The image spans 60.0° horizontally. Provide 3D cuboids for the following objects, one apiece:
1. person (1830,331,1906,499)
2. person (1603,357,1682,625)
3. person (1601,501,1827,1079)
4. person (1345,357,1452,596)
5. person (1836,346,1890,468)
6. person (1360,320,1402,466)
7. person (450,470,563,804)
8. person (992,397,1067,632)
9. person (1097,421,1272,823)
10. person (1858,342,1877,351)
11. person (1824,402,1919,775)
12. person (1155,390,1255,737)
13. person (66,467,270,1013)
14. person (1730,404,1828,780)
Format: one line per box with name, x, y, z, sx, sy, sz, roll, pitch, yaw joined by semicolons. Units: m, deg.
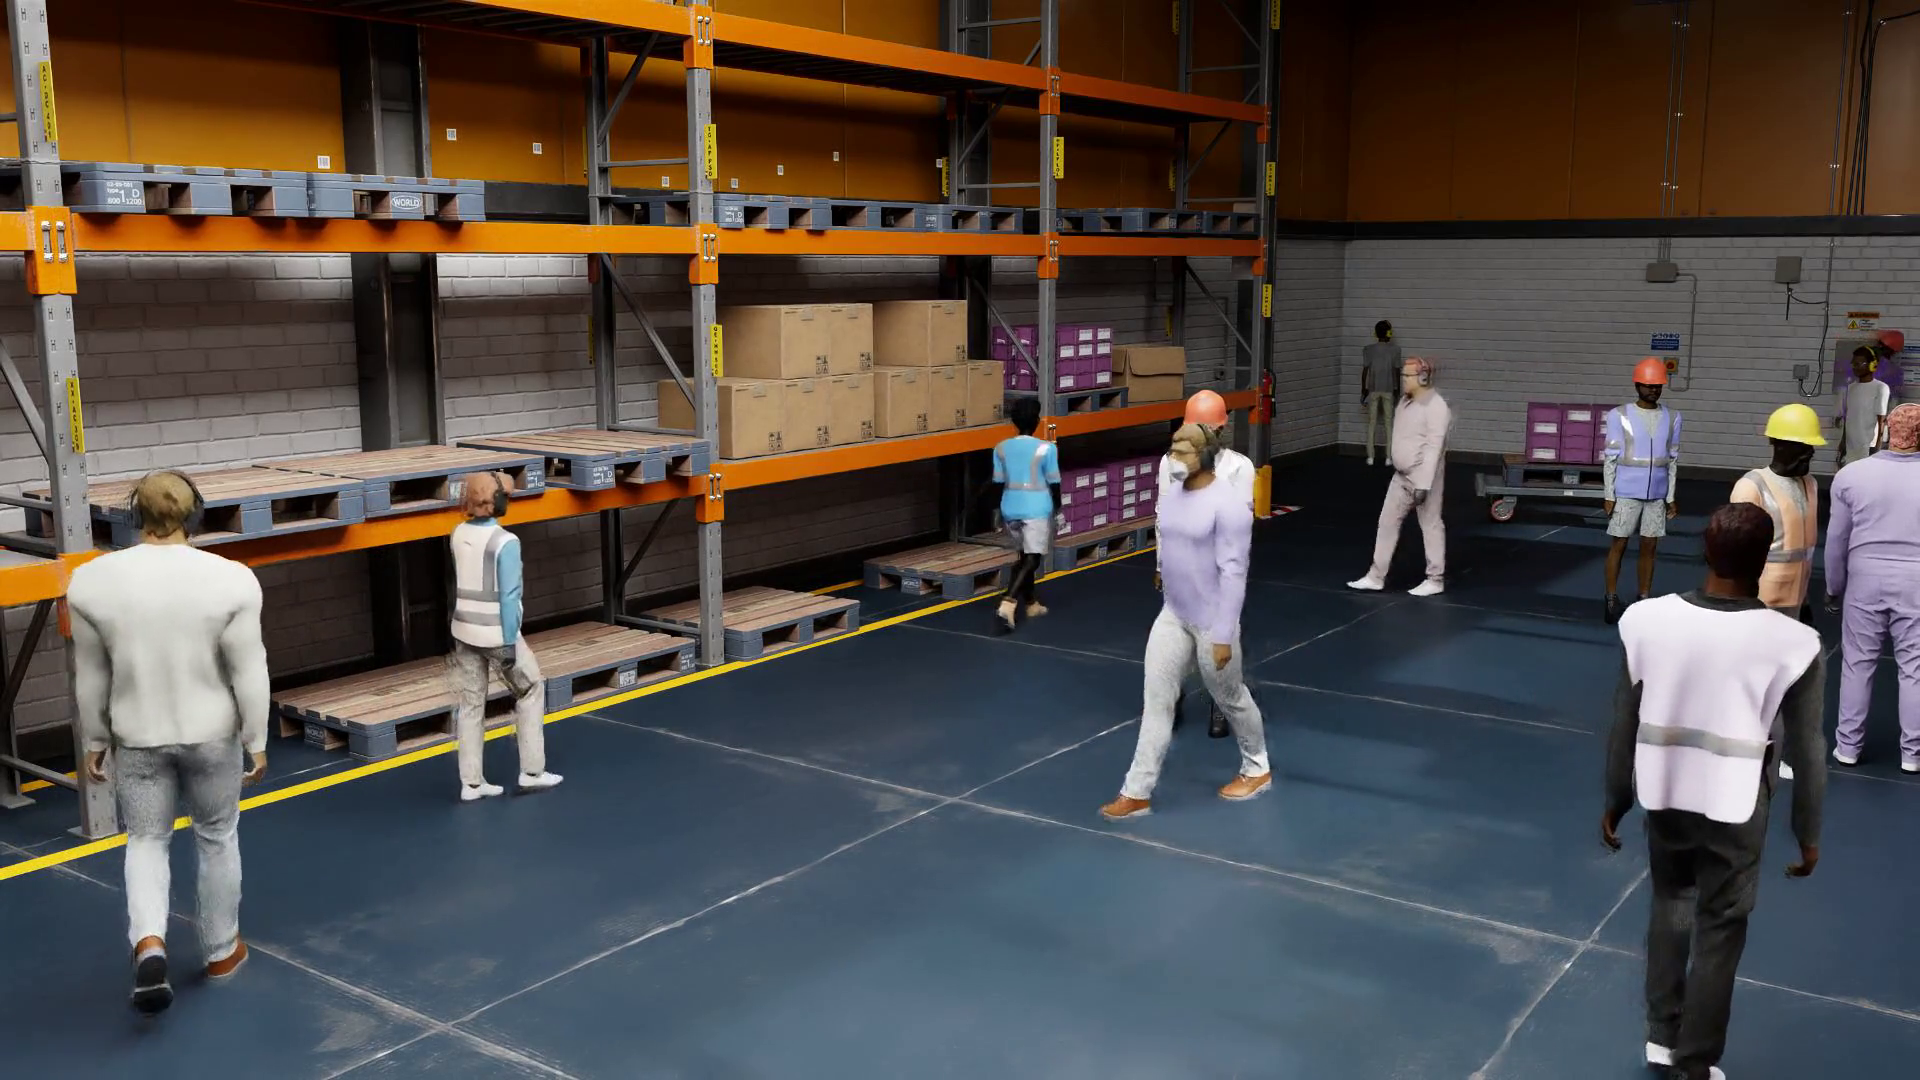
person;9.850;-1.328;18.056;0.663;1.884;0.369;6;11;33
person;4.915;-0.344;11.997;0.544;1.939;0.354;0;10;-2
person;2.349;0.819;5.174;0.622;1.898;0.532;8;12;40
person;3.432;-0.474;12.932;0.863;1.872;0.680;-3;10;-15
person;8.148;-0.817;15.051;0.316;1.861;0.514;-2;10;-9
person;5.408;-1.884;21.387;0.513;1.866;0.331;3;10;19
person;-2.234;0.461;8.142;0.518;1.615;0.626;6;11;33
person;0.446;-0.194;11.901;0.530;1.666;0.817;7;12;37
person;1.137;0.375;7.886;1.008;1.891;0.649;-6;11;-32
person;9.885;-1.287;18.197;0.487;1.741;0.313;-8;12;-38
person;4.808;0.247;8.570;0.644;1.907;0.400;6;11;32
person;1.335;0.134;9.180;0.543;1.928;0.372;3;10;18
person;-2.747;0.702;5.826;0.644;1.919;0.691;-2;10;-14
person;4.081;0.279;8.317;0.595;1.923;0.379;-6;11;-32
